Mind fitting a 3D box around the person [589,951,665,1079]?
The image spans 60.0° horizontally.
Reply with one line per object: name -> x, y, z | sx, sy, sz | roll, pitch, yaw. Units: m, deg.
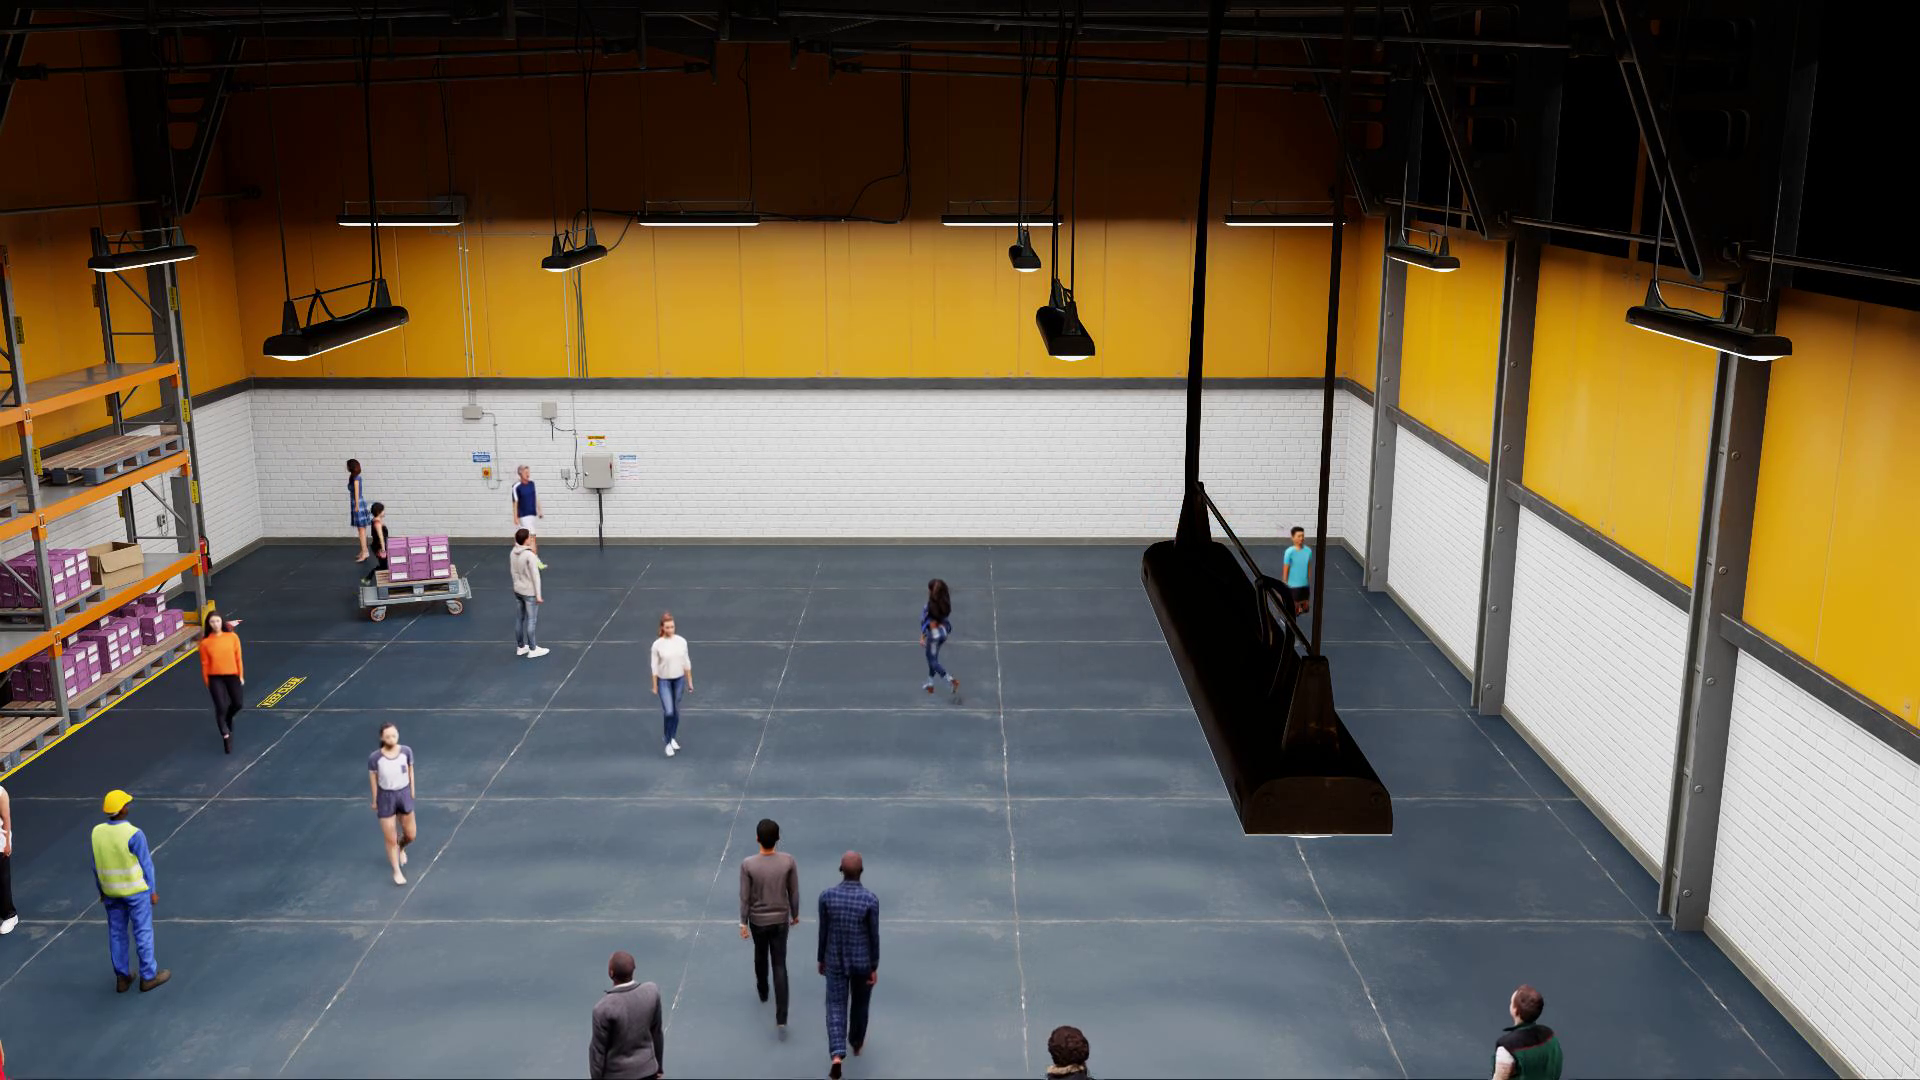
person -> -2.281, 3.704, 11.558 | 0.789, 1.815, 0.794 | -9, 16, -33

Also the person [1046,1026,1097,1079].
person -> 0.734, 3.995, 10.495 | 0.711, 1.750, 0.979 | -1, 14, -4

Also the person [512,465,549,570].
person -> -7.496, -0.408, 28.583 | 1.050, 1.796, 1.187 | 7, 15, 26

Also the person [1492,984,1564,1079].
person -> 3.738, 3.831, 10.998 | 0.780, 1.833, 0.825 | -8, 16, -30

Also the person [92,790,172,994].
person -> -7.220, 3.021, 14.387 | 0.673, 1.812, 0.562 | 1, 14, 3

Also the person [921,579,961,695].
person -> -0.277, 1.306, 21.917 | 0.980, 1.601, 1.051 | -13, 18, -42

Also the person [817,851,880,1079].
person -> -0.882, 3.345, 13.082 | 0.647, 1.797, 1.013 | 0, 14, -1

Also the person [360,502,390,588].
person -> -9.411, 0.158, 26.794 | 0.792, 1.539, 0.800 | -8, 16, -29

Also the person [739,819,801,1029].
person -> -1.563, 3.209, 13.784 | 0.830, 1.730, 1.194 | -2, 14, -8

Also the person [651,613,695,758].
person -> -3.506, 1.706, 20.041 | 0.795, 1.706, 0.875 | -8, 16, -31

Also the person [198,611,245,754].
person -> -8.910, 1.678, 20.092 | 0.863, 1.737, 0.960 | -9, 16, -33

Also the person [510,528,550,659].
person -> -6.211, 0.740, 23.721 | 0.759, 1.852, 0.783 | 9, 17, 34

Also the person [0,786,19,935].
person -> -9.069, 2.829, 15.446 | 0.655, 1.687, 0.594 | 1, 14, 2

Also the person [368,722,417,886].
person -> -5.663, 2.589, 16.542 | 0.793, 1.638, 0.869 | -9, 16, -33

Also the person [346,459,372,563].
person -> -10.529, -0.530, 29.068 | 0.807, 1.805, 0.657 | -6, 15, -22

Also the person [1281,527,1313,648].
person -> 4.859, 0.655, 24.255 | 0.807, 1.767, 0.907 | -6, 15, -24
